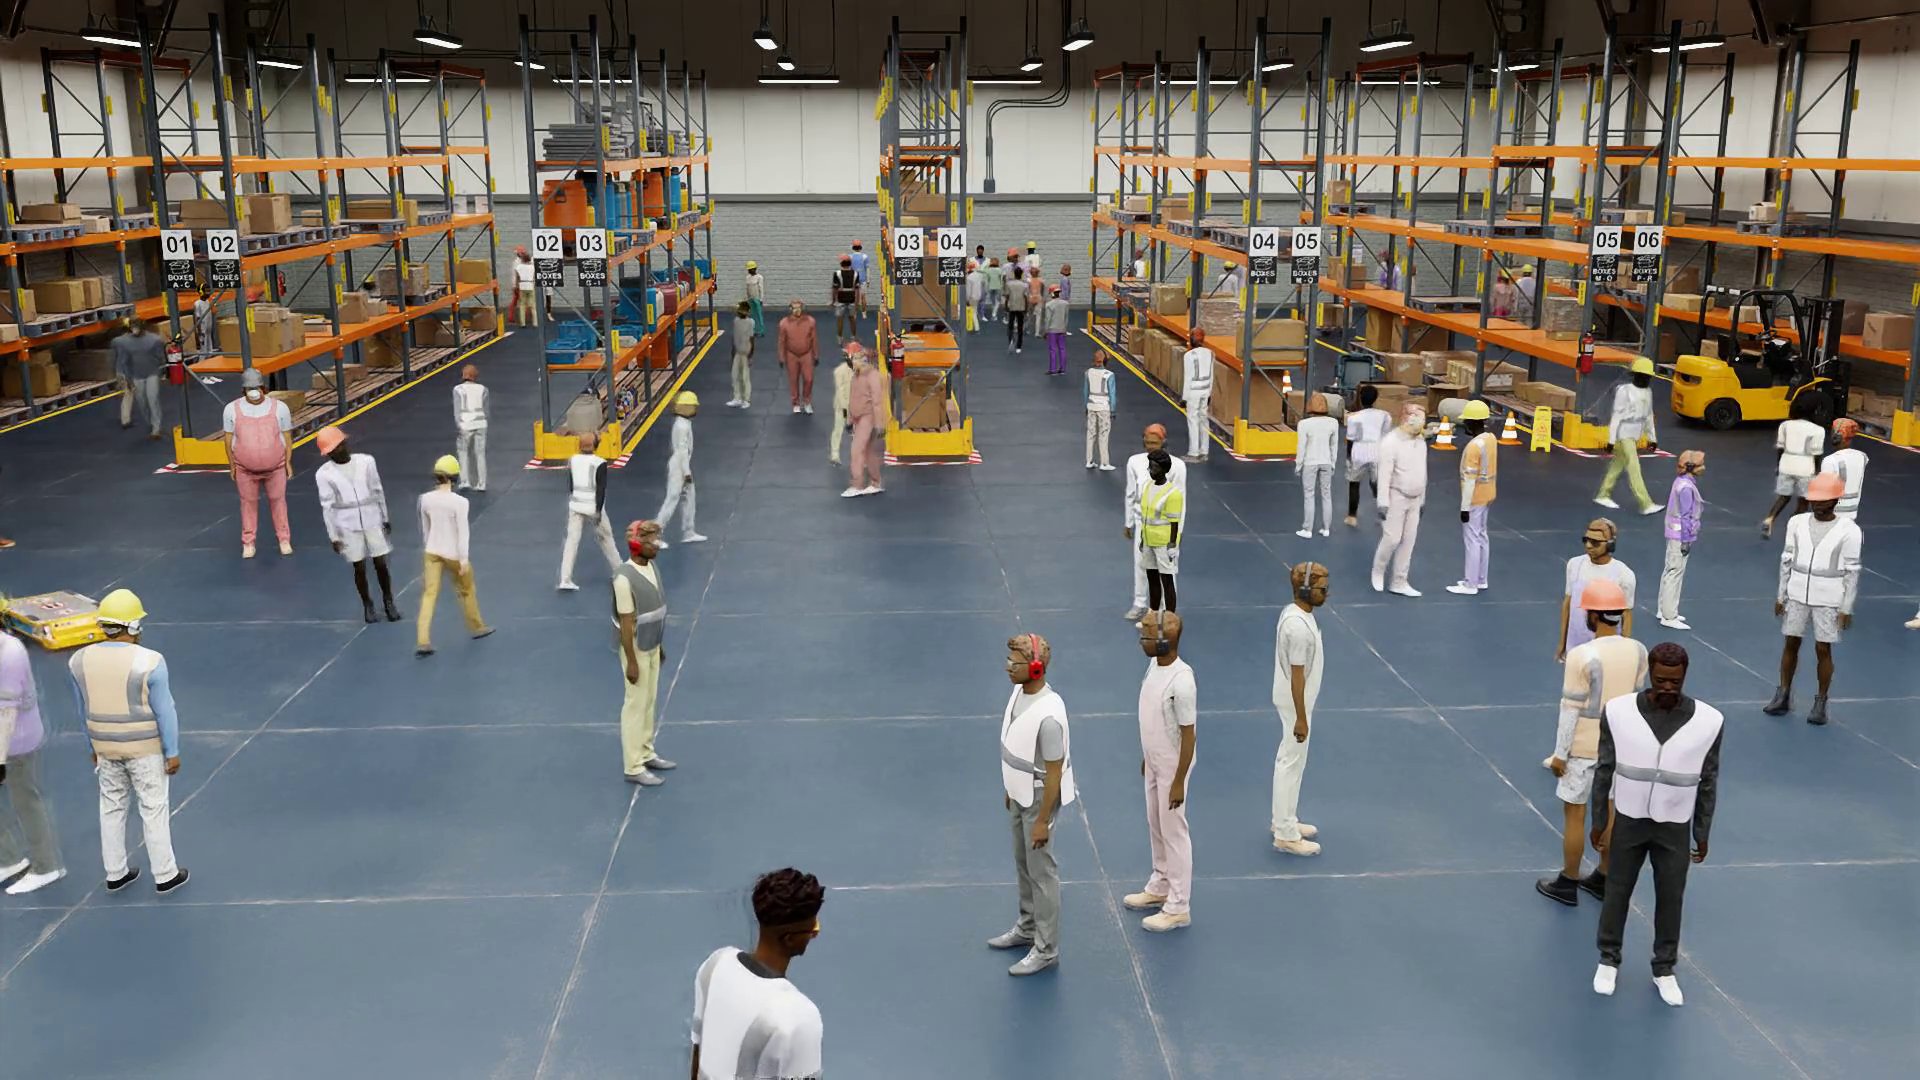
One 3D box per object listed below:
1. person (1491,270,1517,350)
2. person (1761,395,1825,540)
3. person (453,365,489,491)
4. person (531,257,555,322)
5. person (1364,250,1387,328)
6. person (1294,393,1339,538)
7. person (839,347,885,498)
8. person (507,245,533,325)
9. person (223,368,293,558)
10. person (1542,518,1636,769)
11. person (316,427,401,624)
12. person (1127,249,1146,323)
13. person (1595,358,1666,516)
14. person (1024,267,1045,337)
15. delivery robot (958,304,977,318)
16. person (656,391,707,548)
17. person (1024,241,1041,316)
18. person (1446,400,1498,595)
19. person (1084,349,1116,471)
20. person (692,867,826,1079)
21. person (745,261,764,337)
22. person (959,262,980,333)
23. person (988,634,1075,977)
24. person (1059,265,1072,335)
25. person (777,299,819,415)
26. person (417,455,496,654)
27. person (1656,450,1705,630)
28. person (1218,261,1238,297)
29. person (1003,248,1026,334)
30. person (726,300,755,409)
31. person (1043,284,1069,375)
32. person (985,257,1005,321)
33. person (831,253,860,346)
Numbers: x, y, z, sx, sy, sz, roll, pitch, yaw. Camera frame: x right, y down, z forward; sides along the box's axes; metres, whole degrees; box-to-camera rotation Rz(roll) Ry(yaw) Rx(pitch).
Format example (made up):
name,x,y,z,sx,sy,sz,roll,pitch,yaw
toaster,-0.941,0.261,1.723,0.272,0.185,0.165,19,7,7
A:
name,x,y,z,sx,sy,sz,roll,pitch,yaw
person,11.859,-5.027,36.244,0.533,1.722,0.820,-1,13,-4
person,9.162,-0.757,18.248,0.565,1.682,0.542,-8,16,-32
person,-6.215,-1.430,21.248,0.537,1.597,0.558,-12,18,-41
person,-10.420,-6.479,41.713,0.615,2.038,0.395,-9,16,-35
person,10.142,-6.038,40.169,0.773,1.886,0.694,8,16,31
person,3.993,-0.834,18.669,0.501,1.633,0.284,-3,14,-14
person,-1.301,-1.467,20.808,0.777,1.880,0.681,-6,15,-24
person,-10.756,-6.263,40.960,0.967,1.955,0.651,-3,14,-13
person,-7.473,-0.828,17.776,0.681,2.000,0.538,-6,14,-23
person,4.380,0.746,11.524,0.351,1.847,0.507,-11,17,-38
person,-5.499,-0.128,15.170,0.640,1.869,0.481,-8,15,-30
person,4.338,-6.266,41.166,0.615,1.872,0.674,-10,16,-36
person,8.087,-1.239,19.876,0.607,1.868,1.020,-10,16,-35
person,1.720,-5.530,38.652,0.500,1.586,0.844,-2,13,-7
delivery robot,0.043,-5.676,41.296,0.707,0.478,0.477,-6,14,-24
person,-3.150,-0.781,18.305,0.632,1.706,0.501,-2,13,-9
person,1.862,-6.798,43.310,0.381,1.924,0.593,11,17,40
person,5.031,-0.413,16.289,0.390,1.922,0.589,9,16,35
person,1.901,-1.763,22.595,0.520,1.639,0.312,13,18,43
person,-0.663,2.058,5.825,0.943,1.907,0.614,-9,16,-33
person,-4.767,-5.570,38.487,0.533,1.753,0.341,9,16,35
person,0.227,-5.728,39.289,0.637,1.688,0.617,7,15,29
person,0.394,1.384,8.820,0.390,1.846,0.565,-4,14,-17
person,2.473,-5.626,38.971,0.279,1.634,0.497,-2,13,-8
person,-2.641,-2.987,27.246,0.688,1.879,0.745,-3,14,-11
person,-4.479,0.117,14.494,0.543,1.709,0.954,5,14,20
person,6.589,-0.014,15.187,0.311,1.638,0.522,4,14,16
person,6.188,-5.559,38.401,0.523,1.772,0.302,10,16,35
person,1.258,-5.842,39.132,0.774,1.991,0.646,-7,15,-28
person,-3.637,-3.109,27.891,0.570,1.834,0.390,8,16,32
person,1.839,-4.056,32.083,0.561,1.743,0.336,-9,16,-34
person,0.893,-6.328,41.971,0.528,1.616,0.461,5,14,20
person,-2.526,-5.304,36.759,0.628,2.037,0.406,-5,14,-22
